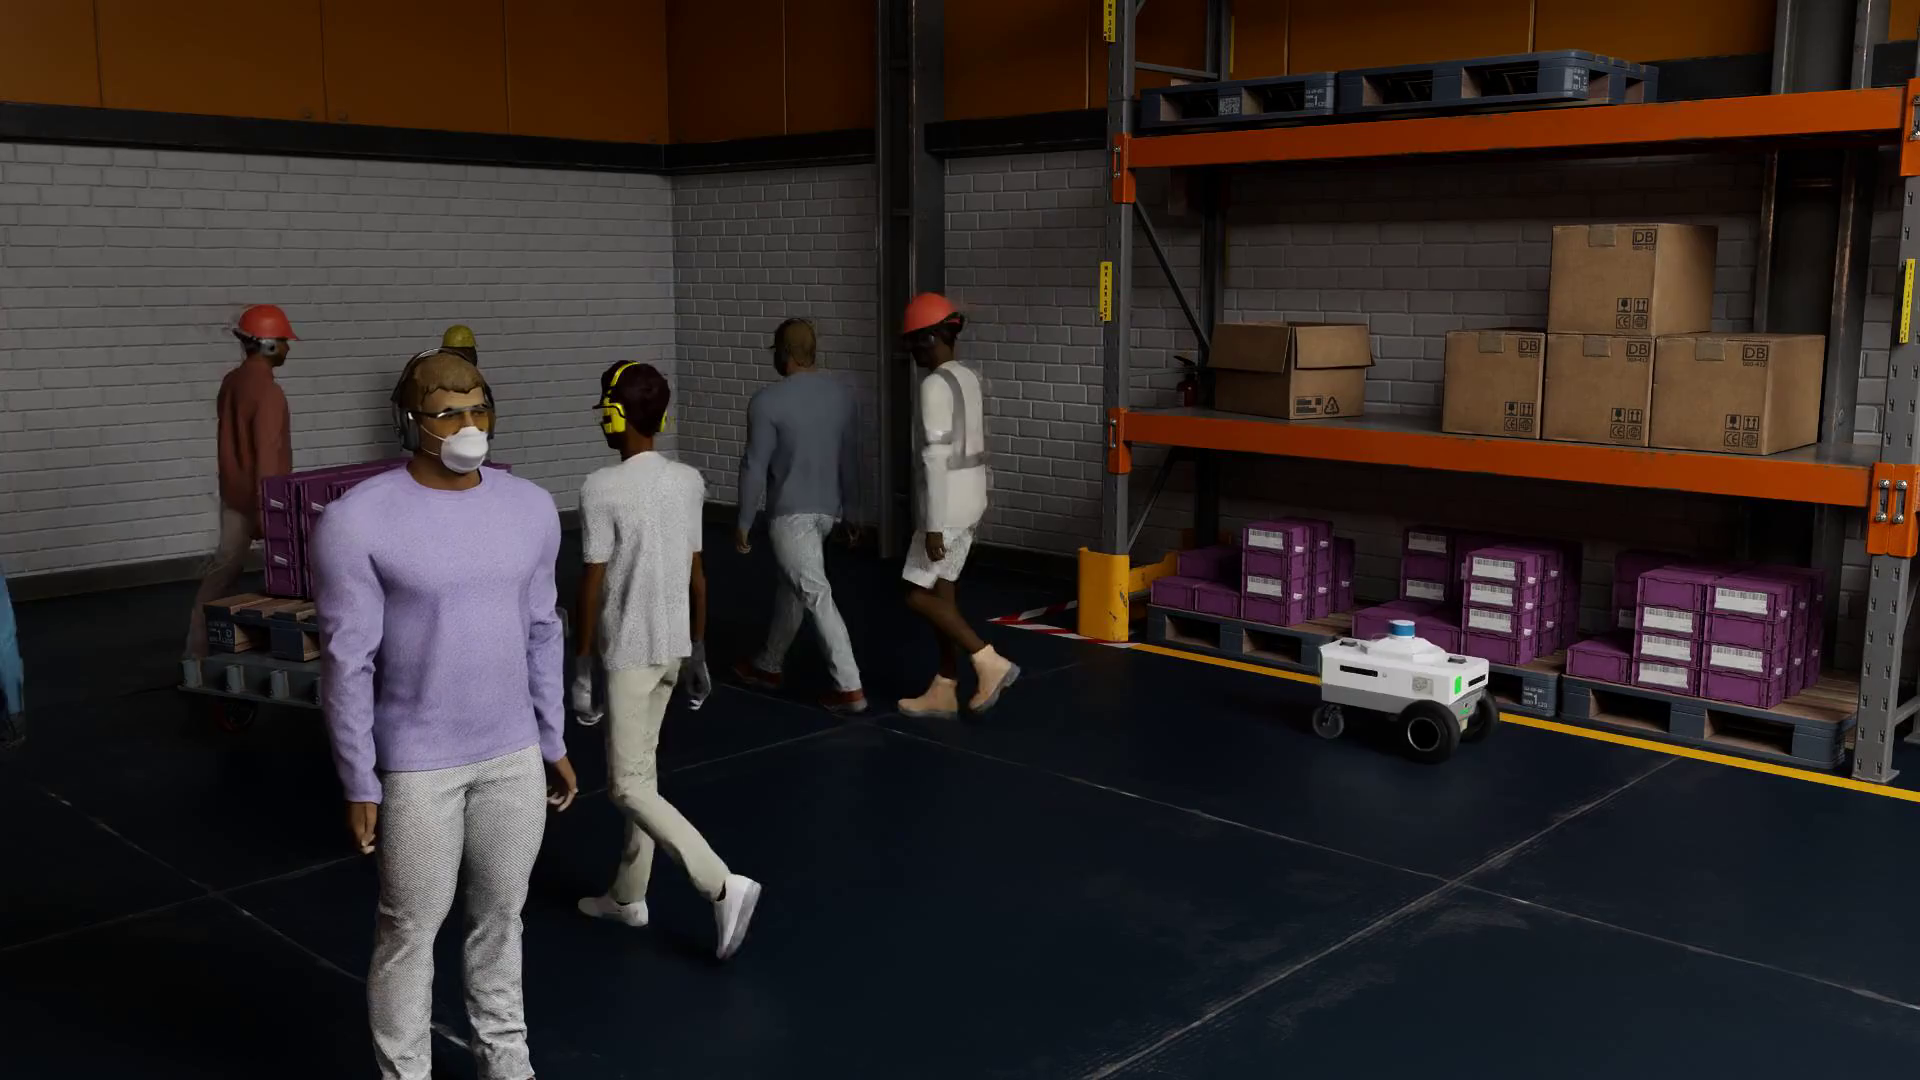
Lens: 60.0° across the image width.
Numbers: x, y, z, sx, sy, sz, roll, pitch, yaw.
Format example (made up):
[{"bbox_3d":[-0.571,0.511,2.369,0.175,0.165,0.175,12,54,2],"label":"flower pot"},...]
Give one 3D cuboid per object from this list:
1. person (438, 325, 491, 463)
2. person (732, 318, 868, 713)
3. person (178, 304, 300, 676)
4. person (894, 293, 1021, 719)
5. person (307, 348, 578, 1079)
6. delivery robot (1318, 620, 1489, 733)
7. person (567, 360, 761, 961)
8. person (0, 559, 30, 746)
[{"bbox_3d":[-3.397,-0.591,11.346,0.492,1.742,0.323,4,10,22],"label":"person"},{"bbox_3d":[-0.781,-0.127,8.079,1.014,1.889,0.648,8,12,40],"label":"person"},{"bbox_3d":[-3.648,-0.256,8.715,0.614,1.935,1.049,8,12,39],"label":"person"},{"bbox_3d":[-0.031,-0.132,7.742,0.628,2.009,0.647,3,10,19],"label":"person"},{"bbox_3d":[-1.183,0.521,3.931,0.373,1.940,0.628,8,12,41],"label":"person"},{"bbox_3d":[1.959,0.599,7.395,0.707,0.478,0.477,8,12,40],"label":"delivery robot"},{"bbox_3d":[-0.931,0.374,5.132,0.782,1.852,0.516,6,11,31],"label":"person"},{"bbox_3d":[-3.022,0.524,4.894,0.524,1.619,0.611,-1,9,-5],"label":"person"}]
